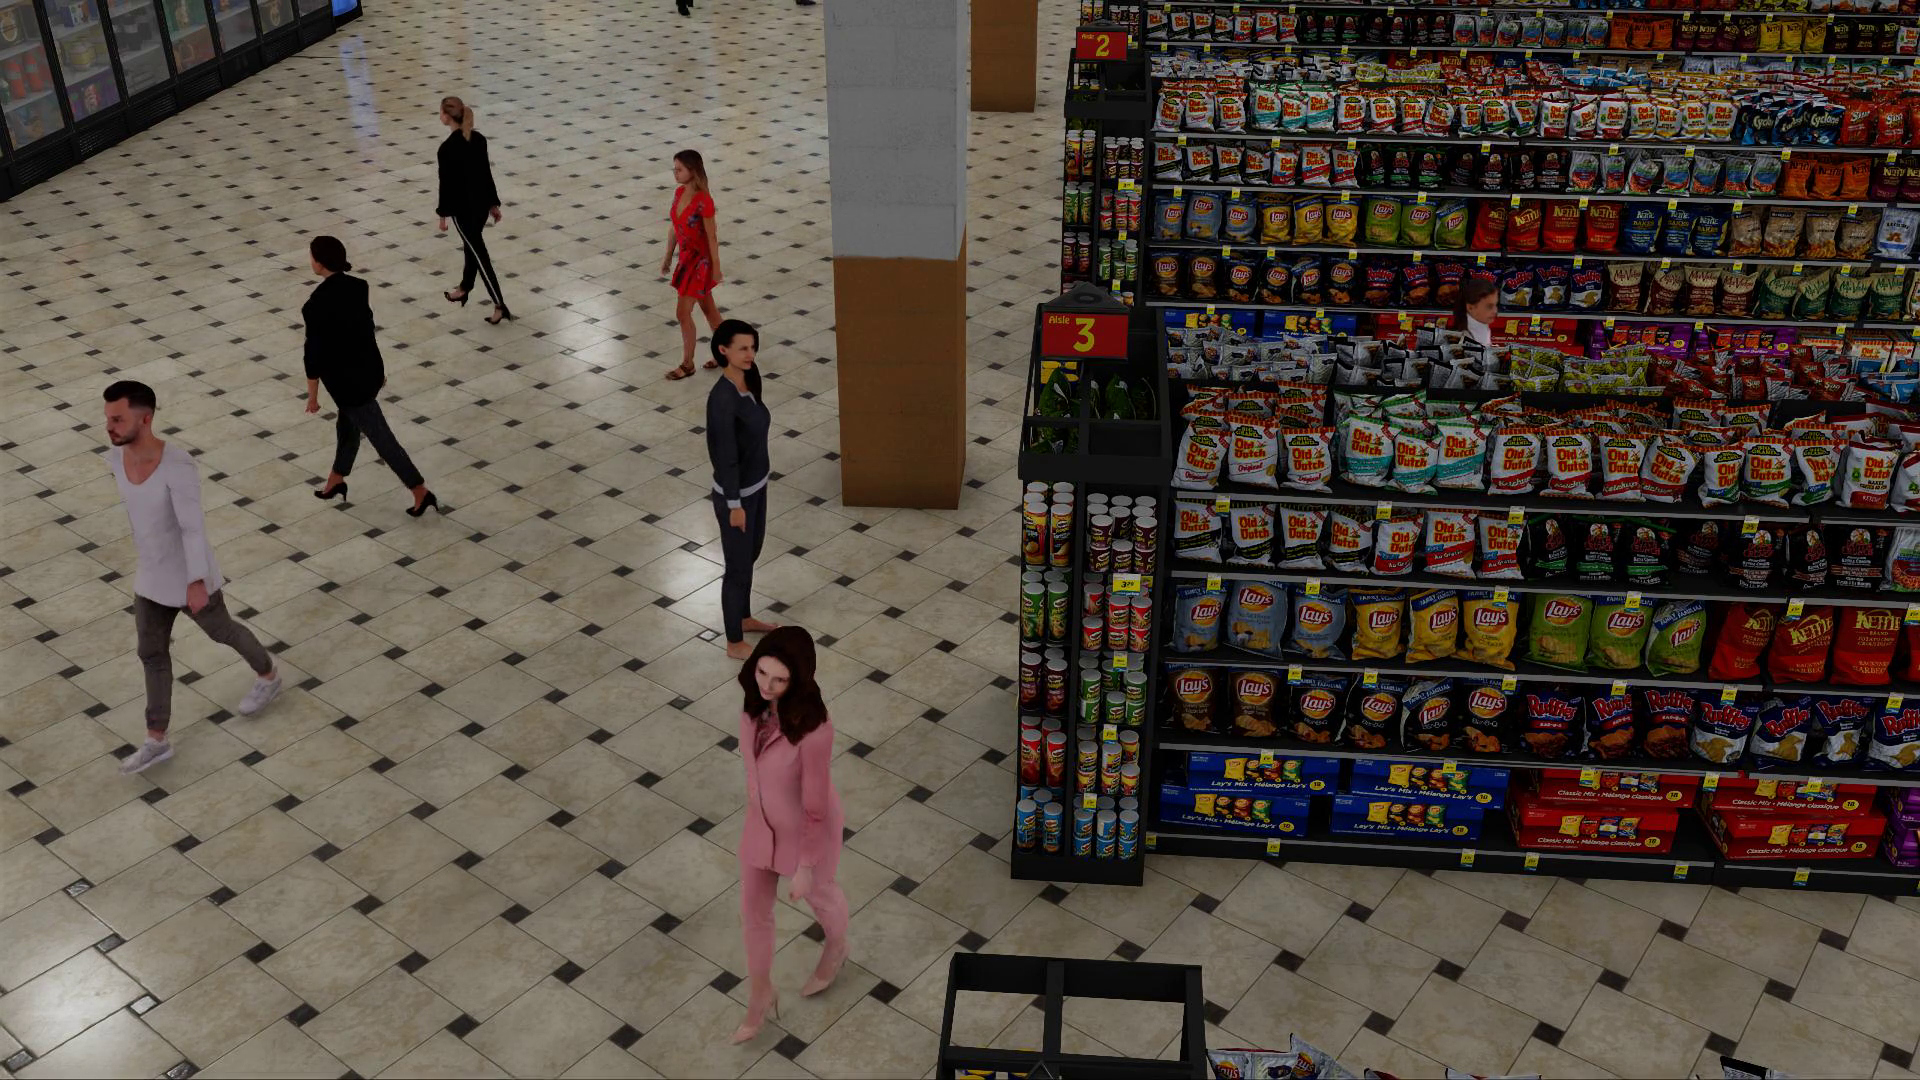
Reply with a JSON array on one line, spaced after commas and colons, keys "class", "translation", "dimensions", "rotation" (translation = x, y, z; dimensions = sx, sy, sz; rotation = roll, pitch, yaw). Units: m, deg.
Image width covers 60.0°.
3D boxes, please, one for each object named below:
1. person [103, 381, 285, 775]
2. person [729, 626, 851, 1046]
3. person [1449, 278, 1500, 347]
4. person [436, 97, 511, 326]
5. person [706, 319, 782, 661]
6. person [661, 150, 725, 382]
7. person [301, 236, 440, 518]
[{"class": "person", "translation": [-3.479, 0.107, 7.532], "dimensions": [1.158, 1.798, 0.979], "rotation": [12, 31, 21]}, {"class": "person", "translation": [-0.558, 0.997, 5.944], "dimensions": [0.959, 1.758, 0.936], "rotation": [-23, 36, -36]}, {"class": "person", "translation": [2.795, -0.725, 9.308], "dimensions": [0.622, 1.557, 0.673], "rotation": [-25, 37, -38]}, {"class": "person", "translation": [-3.527, -2.368, 12.190], "dimensions": [1.044, 1.680, 0.856], "rotation": [13, 31, 23]}, {"class": "person", "translation": [-1.088, -0.252, 8.219], "dimensions": [0.502, 1.770, 0.602], "rotation": [3, 29, 5]}, {"class": "person", "translation": [-1.736, -1.912, 11.465], "dimensions": [0.898, 1.572, 0.816], "rotation": [-17, 33, -28]}, {"class": "person", "translation": [-3.359, -0.856, 9.436], "dimensions": [1.151, 1.664, 0.802], "rotation": [9, 30, 16]}]
